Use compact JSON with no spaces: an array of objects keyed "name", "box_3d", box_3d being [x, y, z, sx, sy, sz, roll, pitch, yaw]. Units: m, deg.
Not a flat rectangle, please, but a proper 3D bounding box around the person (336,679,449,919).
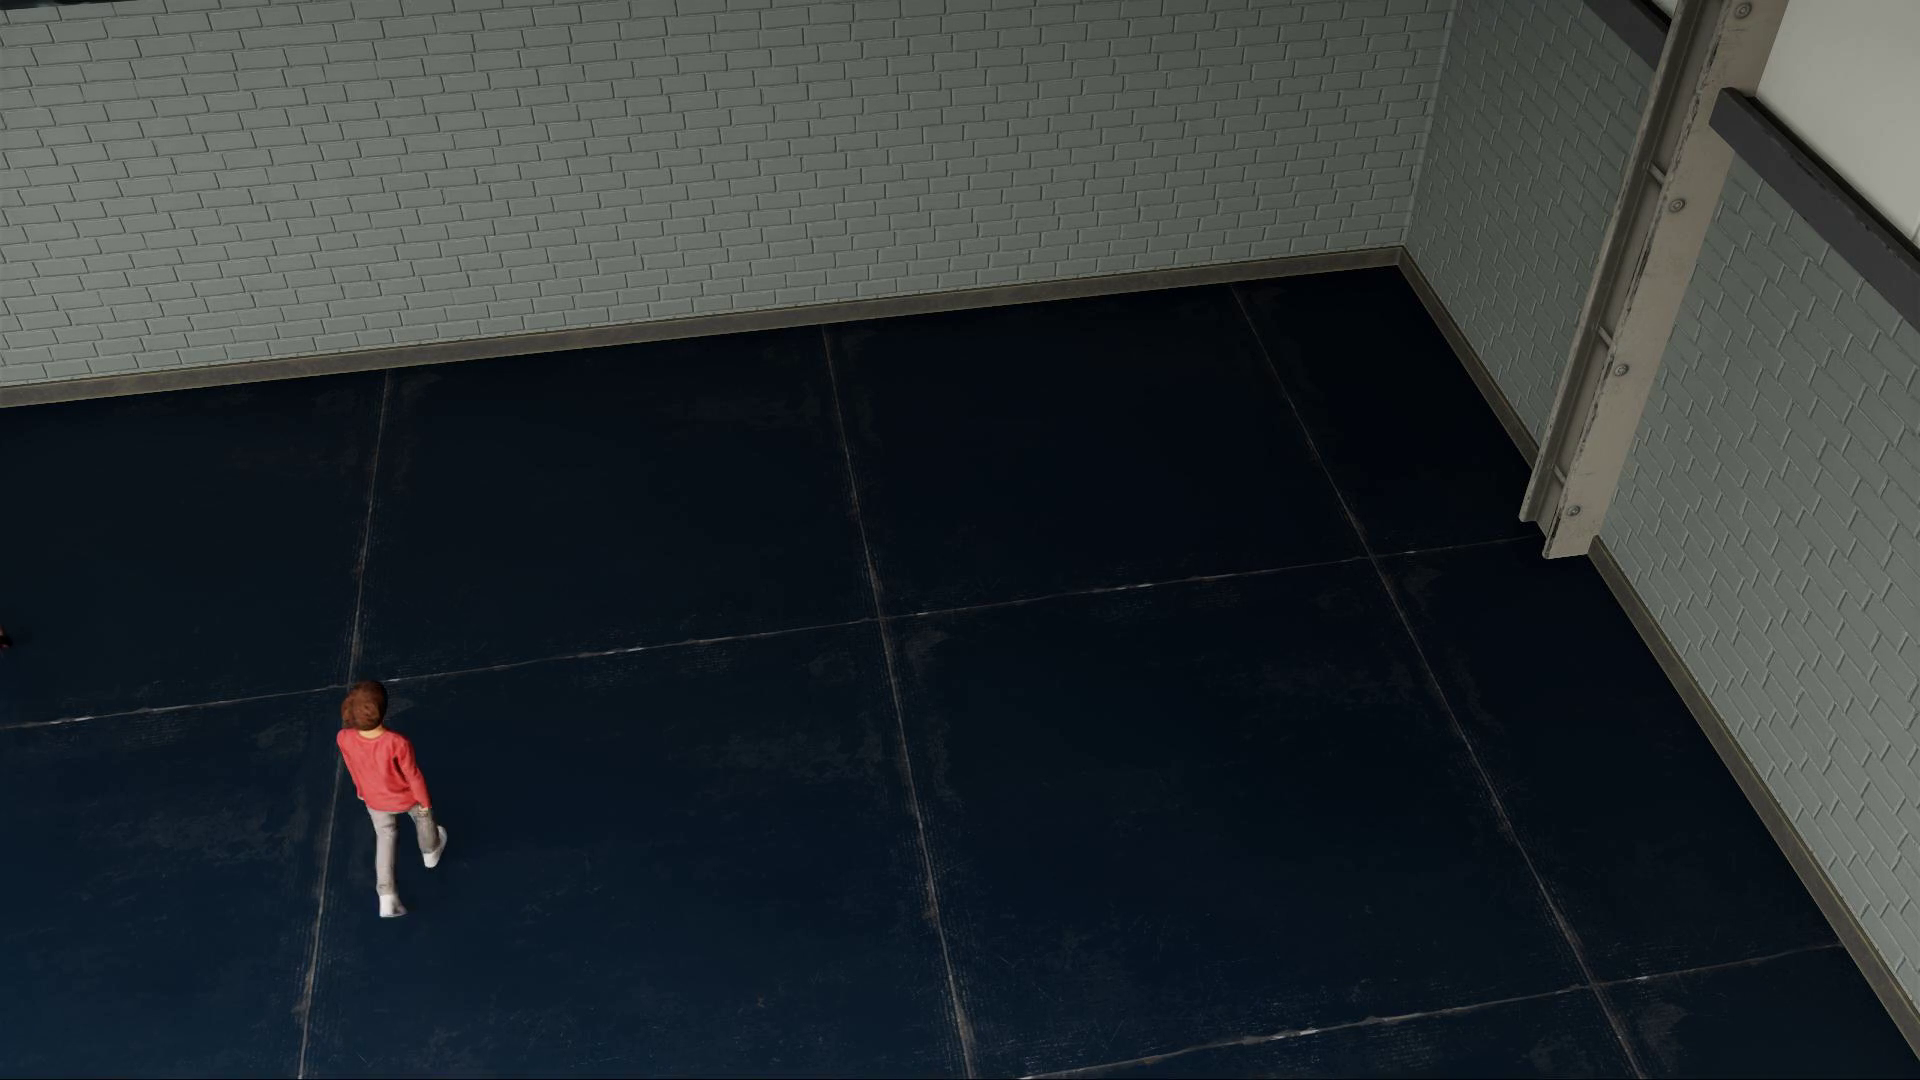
[{"name":"person","box_3d":[-2.698,1.230,7.827,0.634,1.394,0.911,2,43,2]}]
